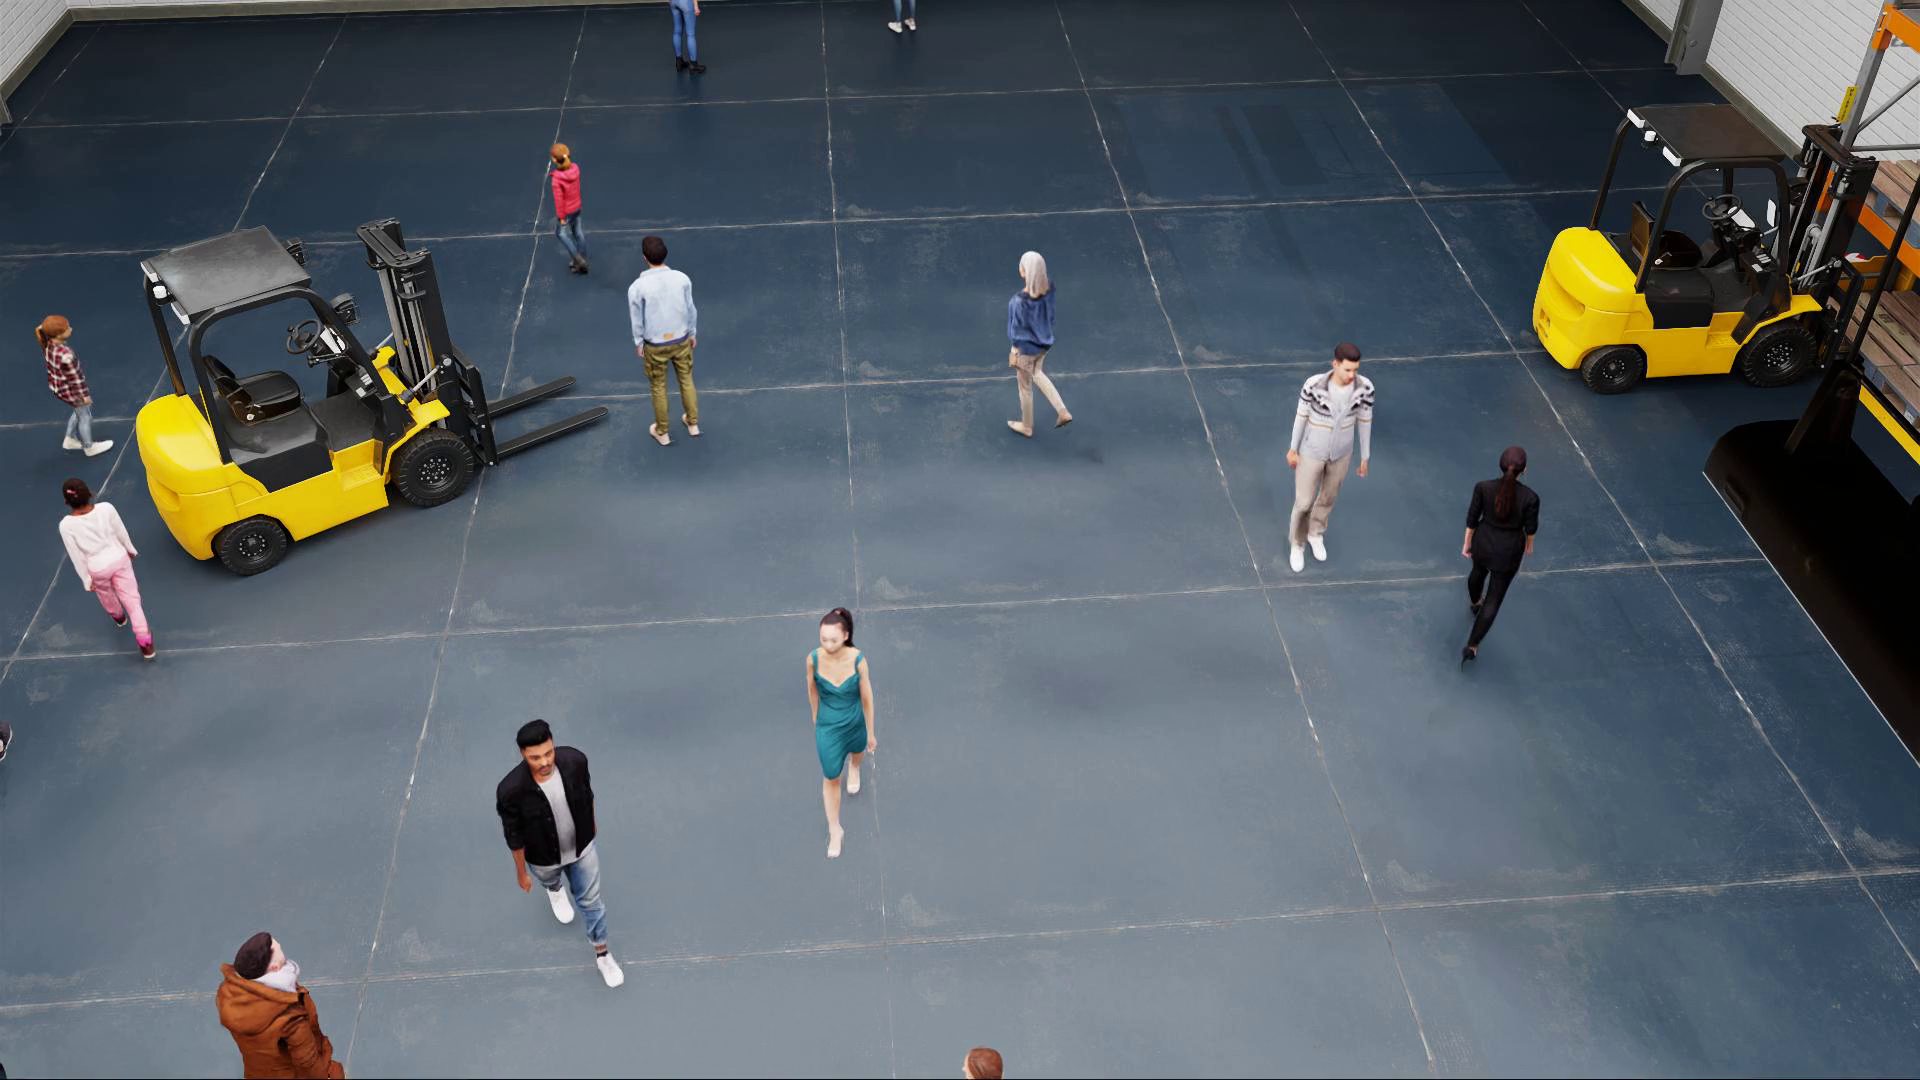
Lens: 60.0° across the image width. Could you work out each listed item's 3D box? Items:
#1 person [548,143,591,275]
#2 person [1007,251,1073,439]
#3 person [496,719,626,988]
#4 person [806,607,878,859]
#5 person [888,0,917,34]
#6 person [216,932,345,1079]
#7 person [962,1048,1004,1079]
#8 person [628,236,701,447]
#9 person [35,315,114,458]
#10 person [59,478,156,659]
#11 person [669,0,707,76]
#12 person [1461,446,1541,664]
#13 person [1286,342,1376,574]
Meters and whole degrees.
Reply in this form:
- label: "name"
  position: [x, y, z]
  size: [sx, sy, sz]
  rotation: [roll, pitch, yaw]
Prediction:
- label: "person"
  position: [-3.607, -3.074, 15.559]
  size: [0.691, 1.309, 0.627]
  rotation: [23, 44, 26]
- label: "person"
  position: [0.645, -1.513, 13.301]
  size: [0.931, 1.688, 0.873]
  rotation: [27, 46, 29]
- label: "person"
  position: [-2.300, 1.619, 9.317]
  size: [1.031, 1.766, 1.274]
  rotation: [-20, 43, -24]
- label: "person"
  position: [-0.689, 1.061, 10.118]
  size: [0.663, 1.638, 1.046]
  rotation: [2, 39, 2]
- label: "person"
  position: [-0.699, -7.028, 20.248]
  size: [0.691, 1.635, 0.678]
  rotation: [-18, 42, -21]
- label: "person"
  position: [-3.276, 2.666, 7.990]
  size: [1.053, 1.784, 1.211]
  rotation: [19, 42, 22]
- label: "person"
  position: [0.139, 2.889, 8.185]
  size: [0.589, 1.194, 0.483]
  rotation: [10, 40, 12]
- label: "person"
  position: [-2.349, -1.596, 13.307]
  size: [0.755, 1.809, 0.717]
  rotation: [-19, 42, -22]
- label: "person"
  position: [-7.134, -1.198, 13.225]
  size: [0.673, 1.290, 0.737]
  rotation: [28, 46, 31]
- label: "person"
  position: [-5.811, 0.199, 11.381]
  size: [0.906, 1.407, 1.073]
  rotation: [-26, 45, -29]
- label: "person"
  position: [-3.219, -6.217, 19.234]
  size: [0.676, 1.633, 0.708]
  rotation: [22, 44, 25]
- label: "person"
  position: [3.624, 0.134, 11.291]
  size: [0.979, 1.623, 1.075]
  rotation: [23, 44, 26]
- label: "person"
  position: [2.661, -0.700, 12.152]
  size: [0.716, 1.851, 0.695]
  rotation: [-2, 39, -2]
